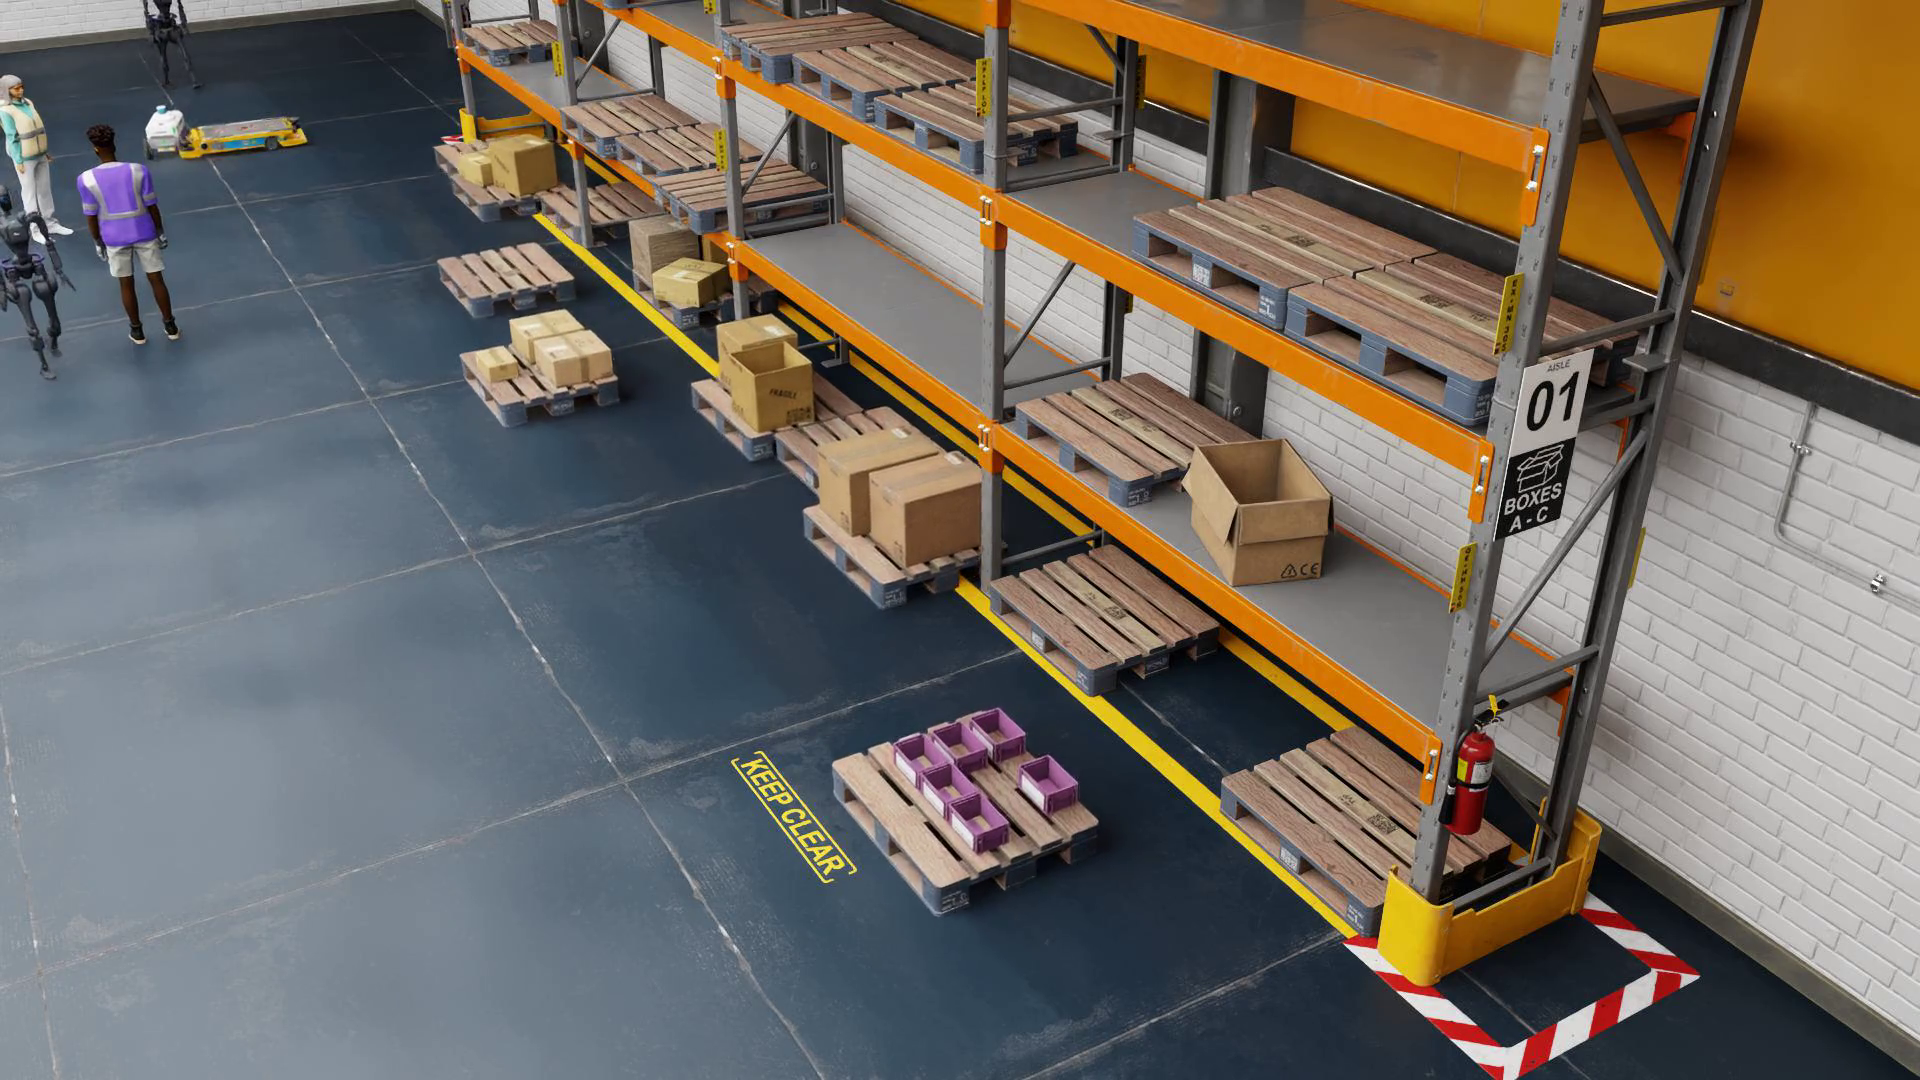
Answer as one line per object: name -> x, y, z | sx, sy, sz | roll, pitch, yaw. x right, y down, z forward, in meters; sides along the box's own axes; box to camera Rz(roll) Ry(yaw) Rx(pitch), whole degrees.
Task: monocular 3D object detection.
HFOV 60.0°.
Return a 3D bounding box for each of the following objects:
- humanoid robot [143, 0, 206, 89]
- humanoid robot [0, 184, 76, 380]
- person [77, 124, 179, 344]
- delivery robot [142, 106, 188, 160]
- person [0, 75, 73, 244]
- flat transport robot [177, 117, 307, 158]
humanoid robot -> -10.637, -6.864, 22.342 | 0.735, 1.630, 0.598 | 21, 35, 32
humanoid robot -> -7.914, -2.227, 14.175 | 0.610, 1.655, 0.632 | -26, 38, -37
person -> -7.328, -2.682, 14.656 | 0.602, 1.958, 0.377 | -15, 33, -24
delivery robot -> -9.541, -4.896, 19.992 | 0.499, 0.601, 0.775 | -8, 30, -13
person -> -9.555, -3.913, 17.076 | 0.363, 1.708, 0.474 | 4, 30, 7
flat transport robot -> -8.779, -4.915, 20.309 | 1.431, 0.231, 0.659 | -13, 32, -22
